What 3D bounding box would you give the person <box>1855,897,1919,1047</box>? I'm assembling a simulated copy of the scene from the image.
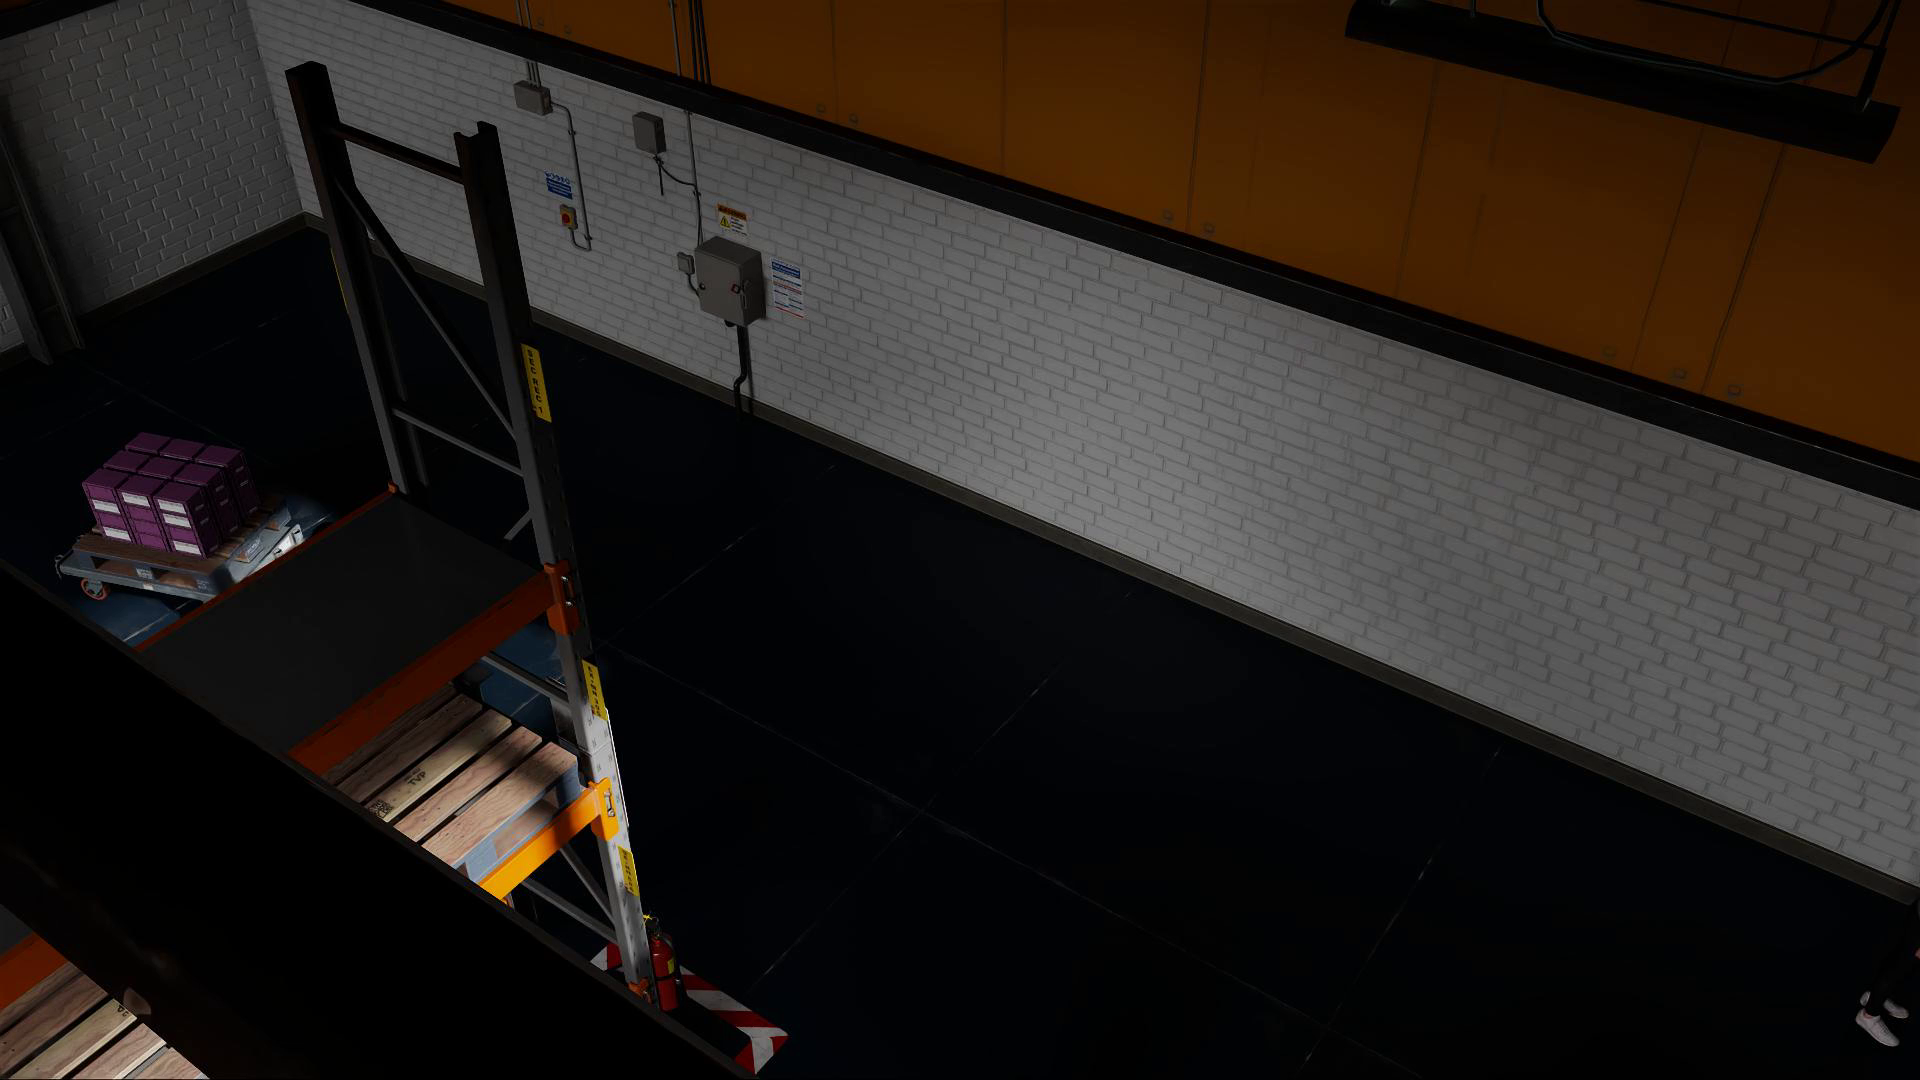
[{"bbox_3d":[5.501,2.179,9.428,0.655,1.742,0.476,27,46,30],"label":"person"}]
